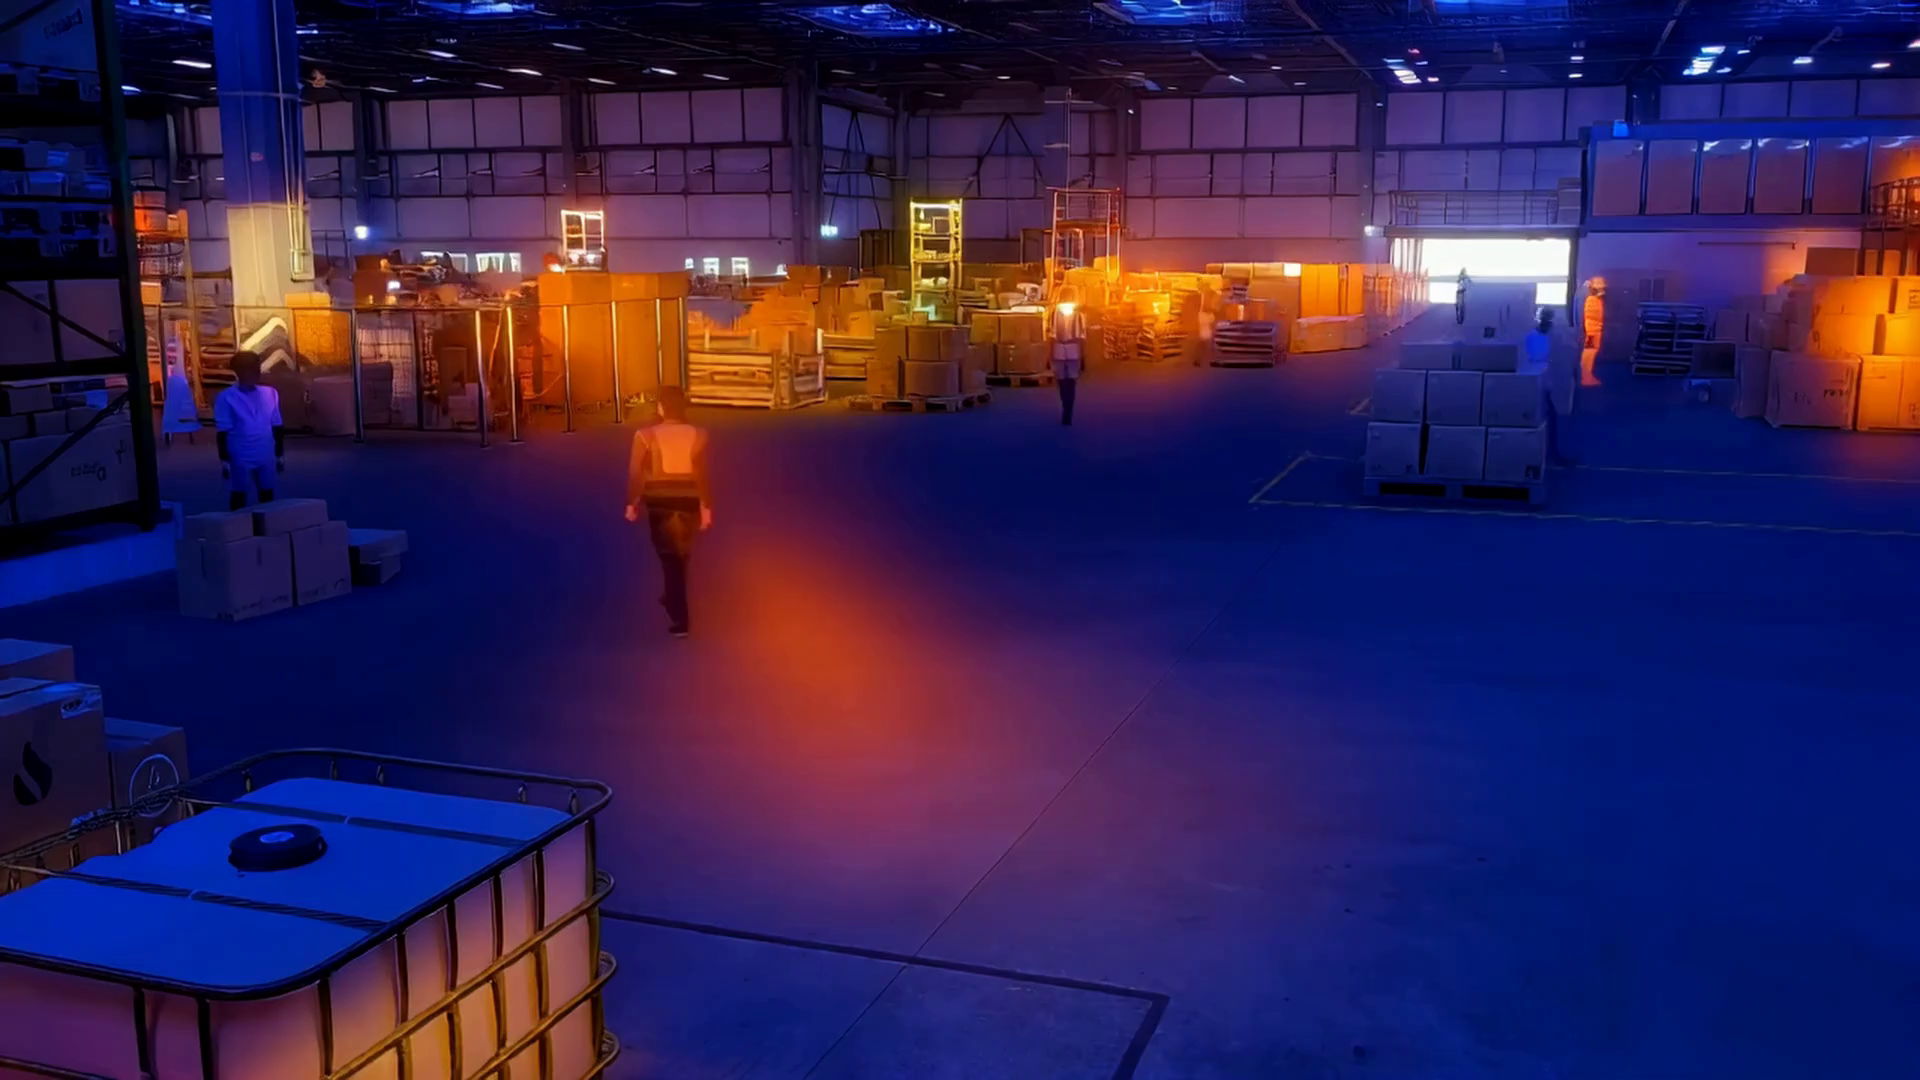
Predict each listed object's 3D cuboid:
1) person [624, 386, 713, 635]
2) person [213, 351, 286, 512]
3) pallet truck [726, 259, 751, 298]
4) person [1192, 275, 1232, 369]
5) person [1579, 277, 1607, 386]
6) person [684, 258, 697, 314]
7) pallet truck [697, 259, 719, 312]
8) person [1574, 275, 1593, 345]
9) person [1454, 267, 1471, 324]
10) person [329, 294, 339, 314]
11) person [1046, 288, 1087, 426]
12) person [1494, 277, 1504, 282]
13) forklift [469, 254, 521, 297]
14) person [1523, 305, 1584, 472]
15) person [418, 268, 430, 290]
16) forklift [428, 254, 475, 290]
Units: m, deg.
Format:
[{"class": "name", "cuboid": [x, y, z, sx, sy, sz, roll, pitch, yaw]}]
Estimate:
[{"class": "person", "cuboid": [-1.885, -0.203, 10.845, 0.528, 1.591, 0.885, -5, 11, -28]}, {"class": "person", "cuboid": [-5.596, -0.650, 13.116, 0.323, 1.685, 0.546, 9, 13, 40]}, {"class": "pallet truck", "cuboid": [-7.986, -9.493, 62.019, 0.823, 1.965, 1.885, 3, 11, 17]}, {"class": "person", "cuboid": [5.101, -4.399, 33.603, 0.846, 1.901, 0.674, 0, 10, -3]}, {"class": "person", "cuboid": [11.338, -3.726, 29.710, 0.552, 1.935, 0.370, -9, 13, -40]}, {"class": "person", "cuboid": [-9.349, -8.708, 57.506, 0.406, 2.034, 0.608, 7, 12, 34]}, {"class": "pallet truck", "cuboid": [-9.165, -9.627, 62.776, 0.823, 1.965, 1.885, 4, 11, 23]}, {"class": "person", "cuboid": [15.626, -5.744, 41.587, 0.533, 1.752, 0.406, 5, 11, 27]}, {"class": "person", "cuboid": [15.423, -7.459, 51.038, 0.515, 1.825, 0.424, -2, 10, -14]}, {"class": "person", "cuboid": [-11.509, -3.685, 30.380, 0.461, 1.616, 0.529, 6, 12, 32]}, {"class": "person", "cuboid": [1.514, -2.577, 23.343, 0.549, 1.910, 0.858, 2, 10, 13]}, {"class": "person", "cuboid": [10.526, -4.217, 32.652, 0.611, 1.890, 0.828, 1, 10, 6]}, {"class": "forklift", "cuboid": [-17.990, -10.121, 64.684, 1.157, 1.987, 2.680, 3, 11, 17]}, {"class": "person", "cuboid": [6.434, -1.645, 18.269, 0.548, 1.830, 0.928, -8, 13, -38]}, {"class": "person", "cuboid": [-18.563, -8.693, 57.887, 0.950, 1.872, 0.653, -3, 10, -14]}, {"class": "forklift", "cuboid": [-20.133, -10.254, 65.465, 1.157, 1.987, 2.680, 3, 11, 19]}]
